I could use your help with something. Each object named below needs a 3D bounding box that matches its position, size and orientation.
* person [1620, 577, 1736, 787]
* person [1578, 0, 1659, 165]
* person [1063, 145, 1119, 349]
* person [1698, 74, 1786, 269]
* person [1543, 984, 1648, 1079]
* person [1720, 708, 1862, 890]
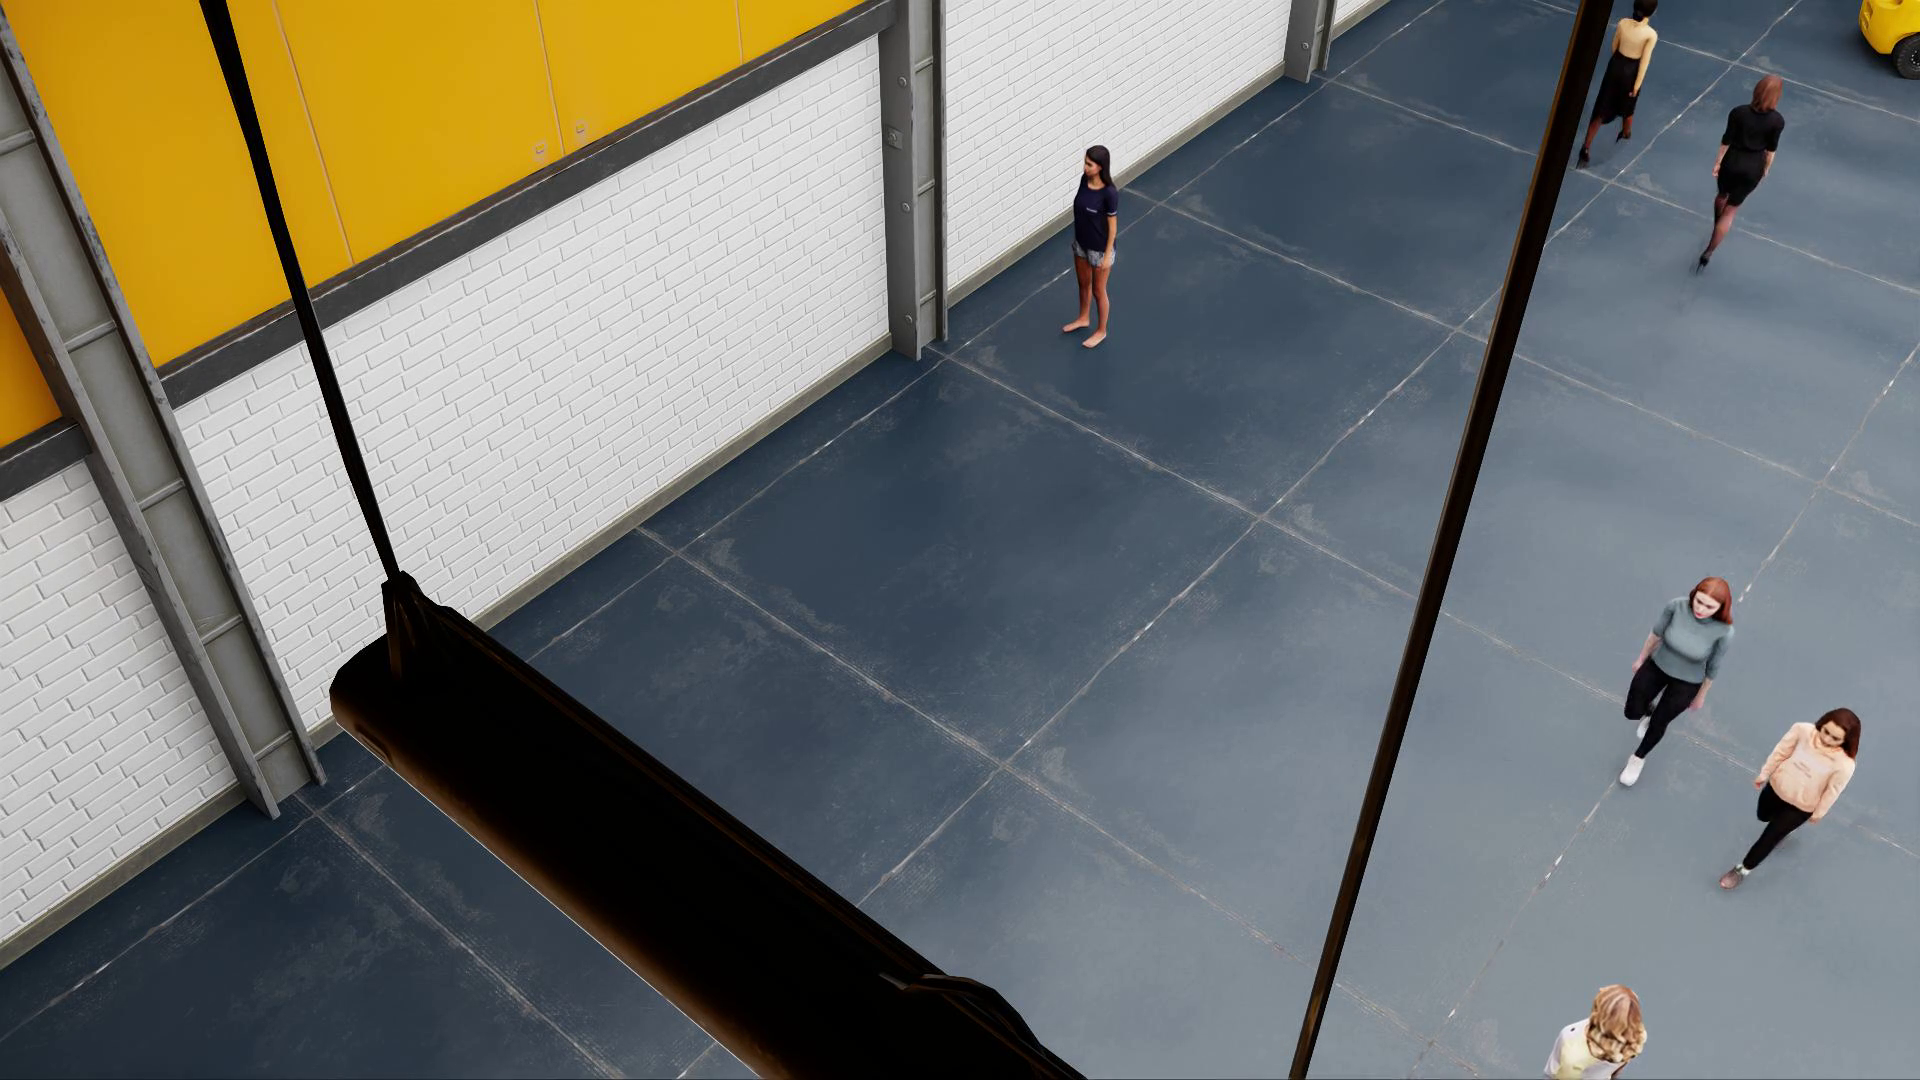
[{"bbox_3d":[4.268,0.780,9.902,0.636,1.730,0.755,32,52,29],"label":"person"},{"bbox_3d":[5.993,-4.179,15.194,0.601,1.612,1.012,34,53,30],"label":"person"},{"bbox_3d":[1.064,-2.328,13.139,0.601,1.765,0.632,-26,49,-25],"label":"person"},{"bbox_3d":[6.538,-3.045,13.976,0.737,1.649,1.128,21,48,21],"label":"person"},{"bbox_3d":[2.943,2.651,7.945,0.621,1.722,0.762,-18,47,-18],"label":"person"},{"bbox_3d":[4.766,1.411,9.433,0.964,1.464,0.770,-18,47,-18],"label":"person"}]
